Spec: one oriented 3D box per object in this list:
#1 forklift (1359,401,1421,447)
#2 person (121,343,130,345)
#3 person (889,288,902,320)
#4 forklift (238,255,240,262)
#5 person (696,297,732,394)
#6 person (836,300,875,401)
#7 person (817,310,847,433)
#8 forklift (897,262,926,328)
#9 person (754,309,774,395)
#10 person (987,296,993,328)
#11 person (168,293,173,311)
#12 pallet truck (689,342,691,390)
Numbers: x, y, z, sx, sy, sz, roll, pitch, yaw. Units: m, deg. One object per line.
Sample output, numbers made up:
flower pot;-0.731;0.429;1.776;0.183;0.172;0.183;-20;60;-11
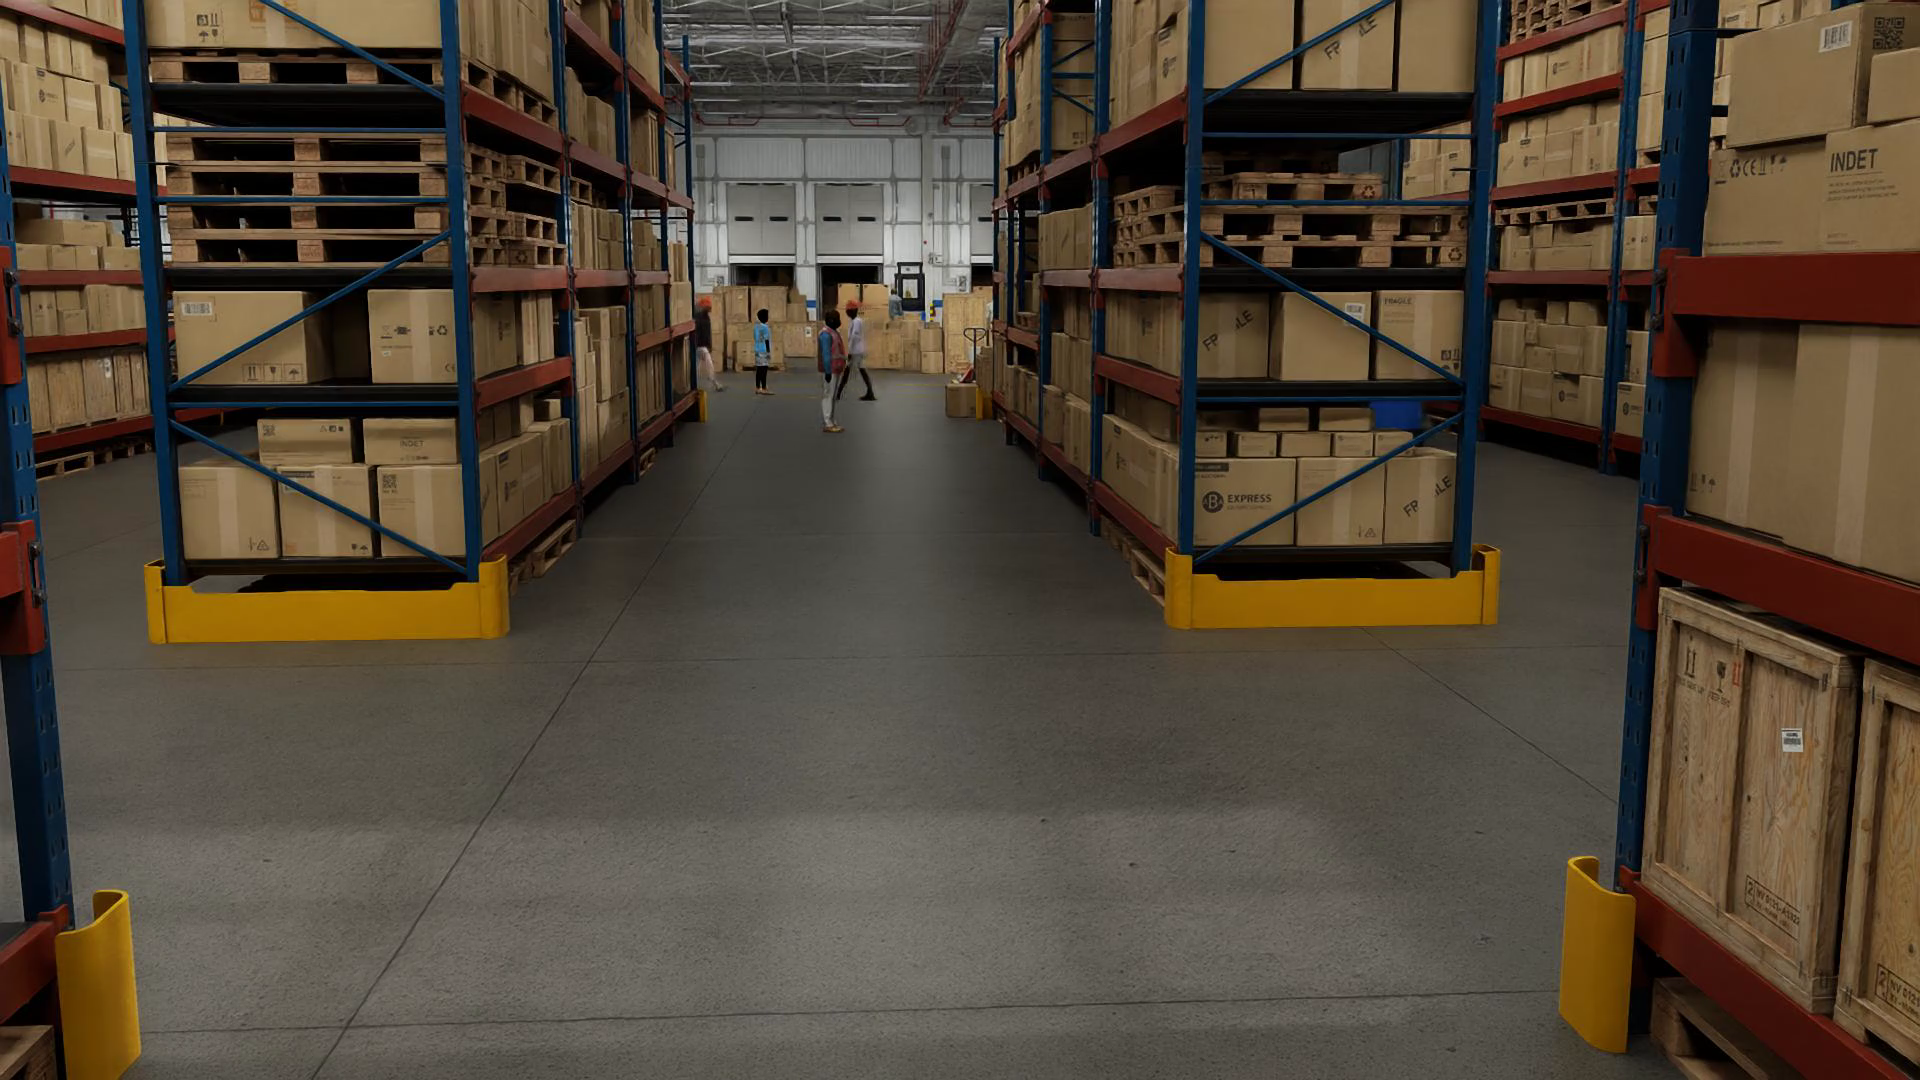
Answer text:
forklift;5.127;-2.574;21.994;1.873;2.768;1.129;-5;10;-30
person;-27.984;-7.388;54.850;1.030;2.000;0.691;-3;10;-20
person;-2.316;-7.829;57.982;0.634;1.930;0.384;3;10;19
forklift;-16.200;-5.188;38.407;1.129;2.768;1.873;-1;9;-4
person;-5.023;-3.847;32.977;1.107;1.912;0.662;2;9;10
person;-2.042;-3.540;31.170;0.981;1.884;0.564;-3;9;-17
person;-1.912;-2.526;24.946;0.430;1.845;0.624;2;9;10
forklift;-1.780;-8.547;59.499;1.129;2.768;1.873;-1;9;-4
person;-3.875;-3.702;32.775;0.315;1.696;0.541;-5;11;-31
person;0.954;-5.537;43.546;0.630;1.940;0.373;0;9;1
person;-26.645;-7.564;56.502;1.003;1.859;0.599;-3;10;-18
pallet truck;-5.225;-3.008;27.480;1.885;1.965;0.823;2;9;14
